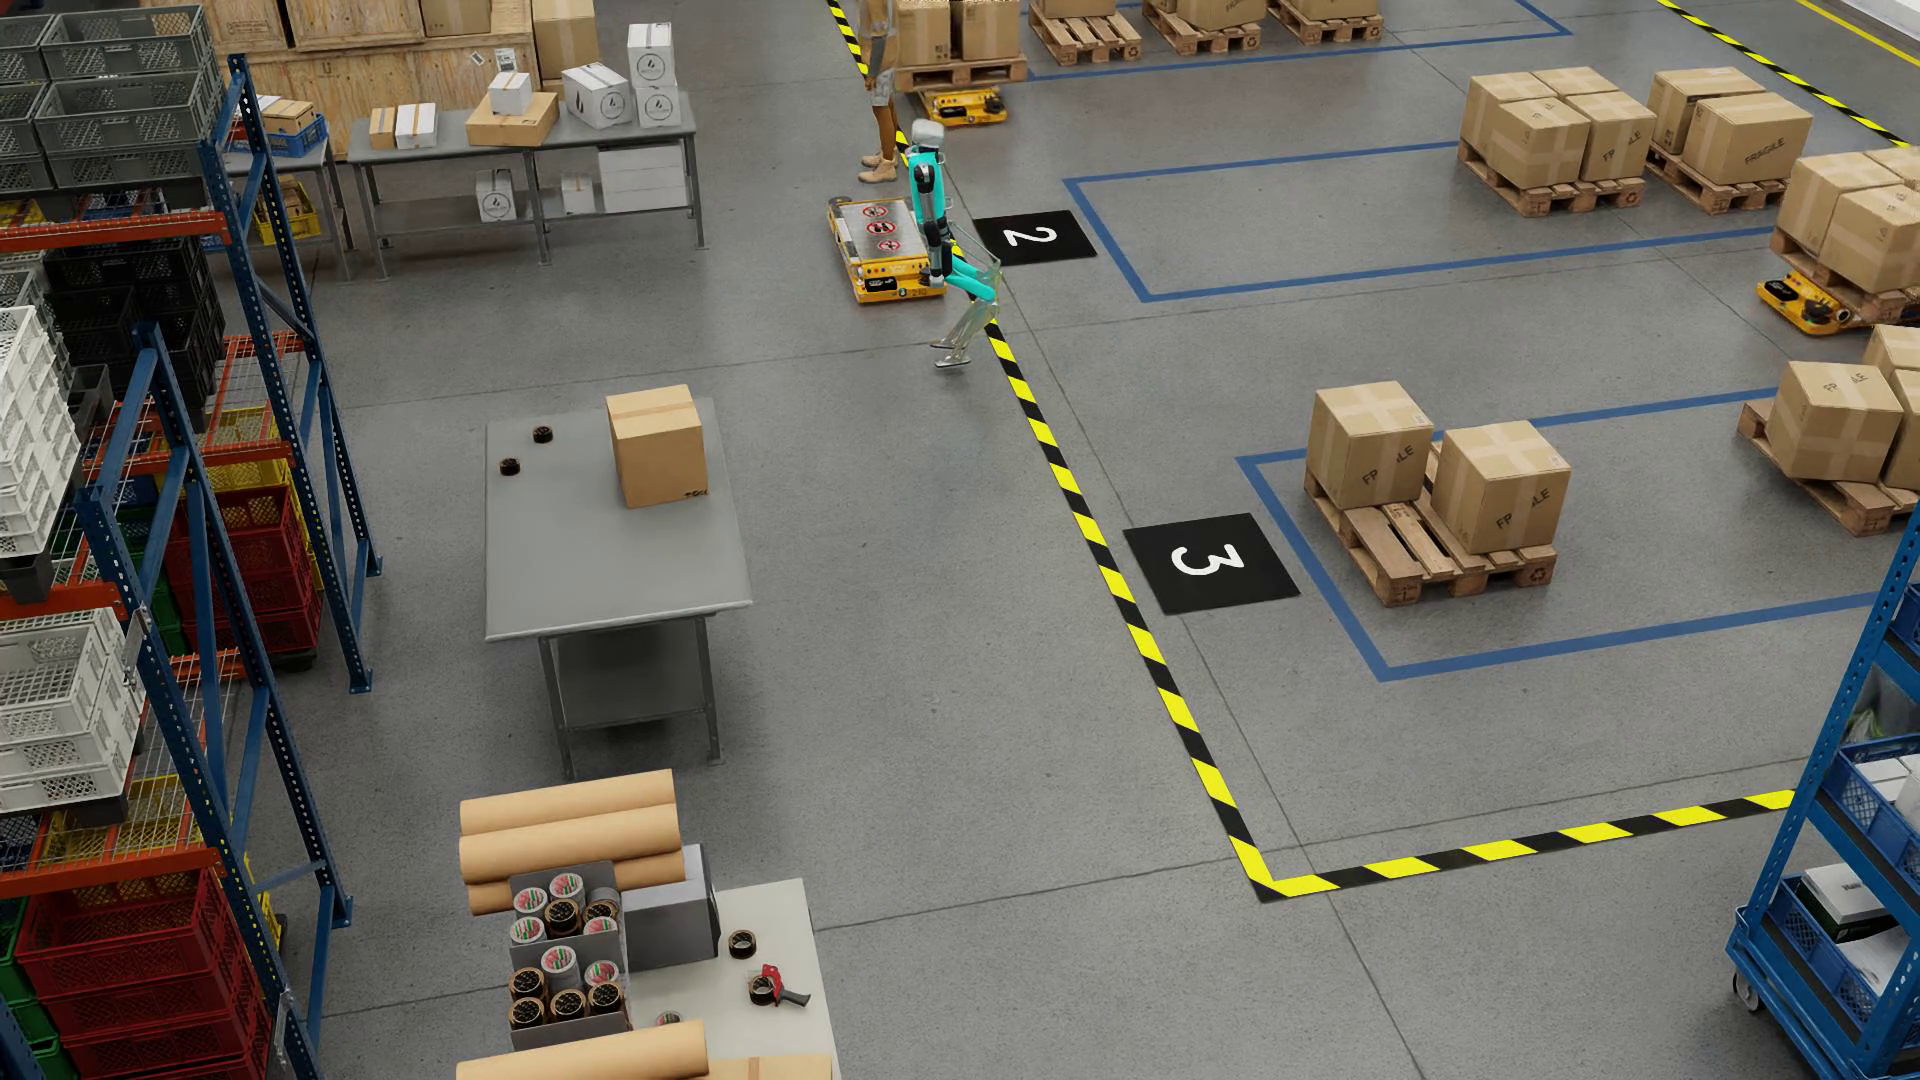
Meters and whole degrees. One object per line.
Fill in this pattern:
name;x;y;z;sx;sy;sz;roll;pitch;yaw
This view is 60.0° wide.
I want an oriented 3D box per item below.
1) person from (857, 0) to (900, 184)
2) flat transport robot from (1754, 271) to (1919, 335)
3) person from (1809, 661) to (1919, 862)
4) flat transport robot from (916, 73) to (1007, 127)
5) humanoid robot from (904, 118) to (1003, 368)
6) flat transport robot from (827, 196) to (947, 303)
person;-0.668;-3.848;13.242;0.373;2.043;0.604;3;37;4
flat transport robot;6.544;-1.782;11.926;1.431;0.197;0.652;-8;37;-10
person;3.918;0.965;6.962;0.593;1.811;0.607;-29;46;-33
flat transport robot;-0.060;-4.133;15.085;0.652;0.197;1.431;-8;37;-10
humanoid robot;0.021;-1.913;10.778;0.735;1.681;0.533;-2;37;-2
flat transport robot;-0.570;-2.220;12.538;0.659;0.231;1.431;-8;37;-10
